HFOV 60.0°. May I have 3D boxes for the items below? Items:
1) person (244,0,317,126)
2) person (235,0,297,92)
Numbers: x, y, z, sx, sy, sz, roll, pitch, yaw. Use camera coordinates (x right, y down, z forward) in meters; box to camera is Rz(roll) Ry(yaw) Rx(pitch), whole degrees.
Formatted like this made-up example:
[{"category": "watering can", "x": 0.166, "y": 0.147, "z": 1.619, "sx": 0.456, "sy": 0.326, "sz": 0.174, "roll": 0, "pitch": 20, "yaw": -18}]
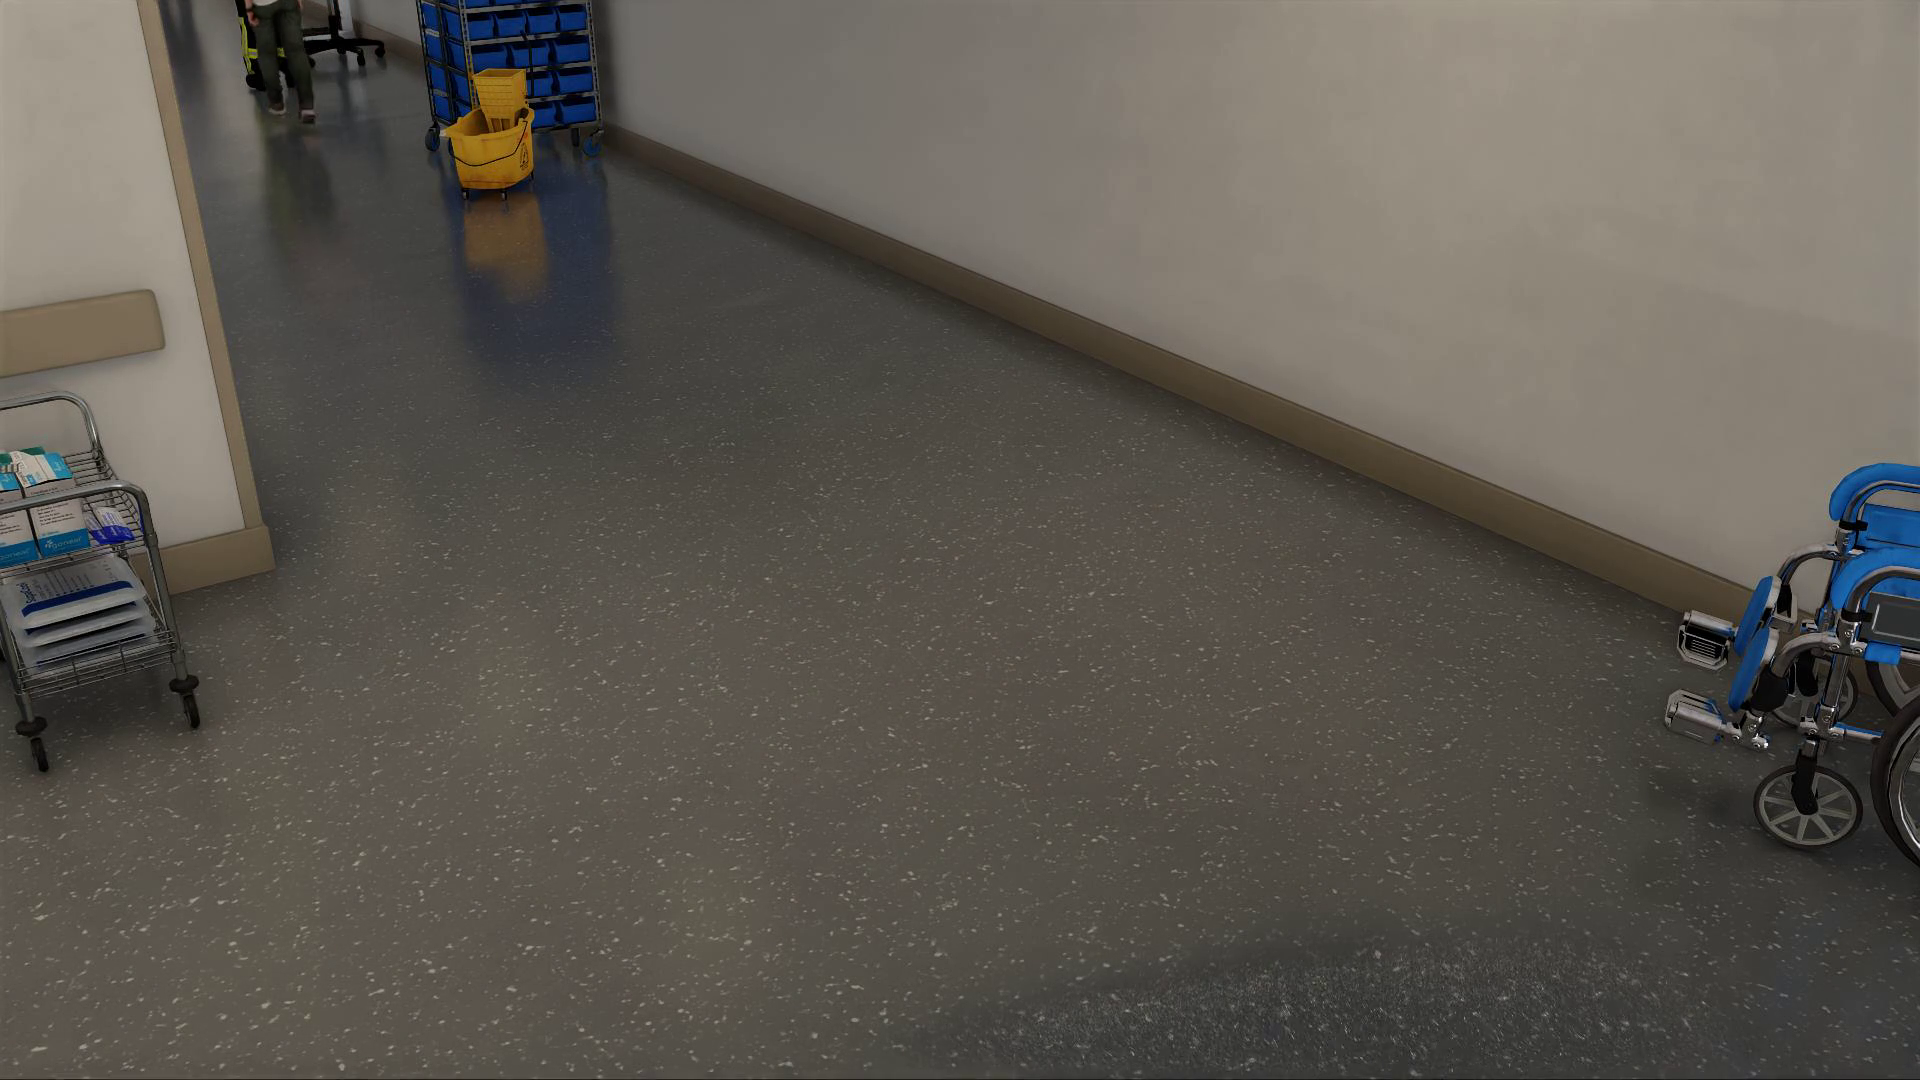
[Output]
[{"category": "person", "x": -4.710, "y": -3.675, "z": 11.496, "sx": 1.080, "sy": 1.616, "sz": 0.668, "roll": -15, "pitch": 29, "yaw": -28}, {"category": "person", "x": -5.421, "y": -4.464, "z": 12.774, "sx": 0.582, "sy": 1.928, "sz": 0.832, "roll": -18, "pitch": 31, "yaw": -33}]
